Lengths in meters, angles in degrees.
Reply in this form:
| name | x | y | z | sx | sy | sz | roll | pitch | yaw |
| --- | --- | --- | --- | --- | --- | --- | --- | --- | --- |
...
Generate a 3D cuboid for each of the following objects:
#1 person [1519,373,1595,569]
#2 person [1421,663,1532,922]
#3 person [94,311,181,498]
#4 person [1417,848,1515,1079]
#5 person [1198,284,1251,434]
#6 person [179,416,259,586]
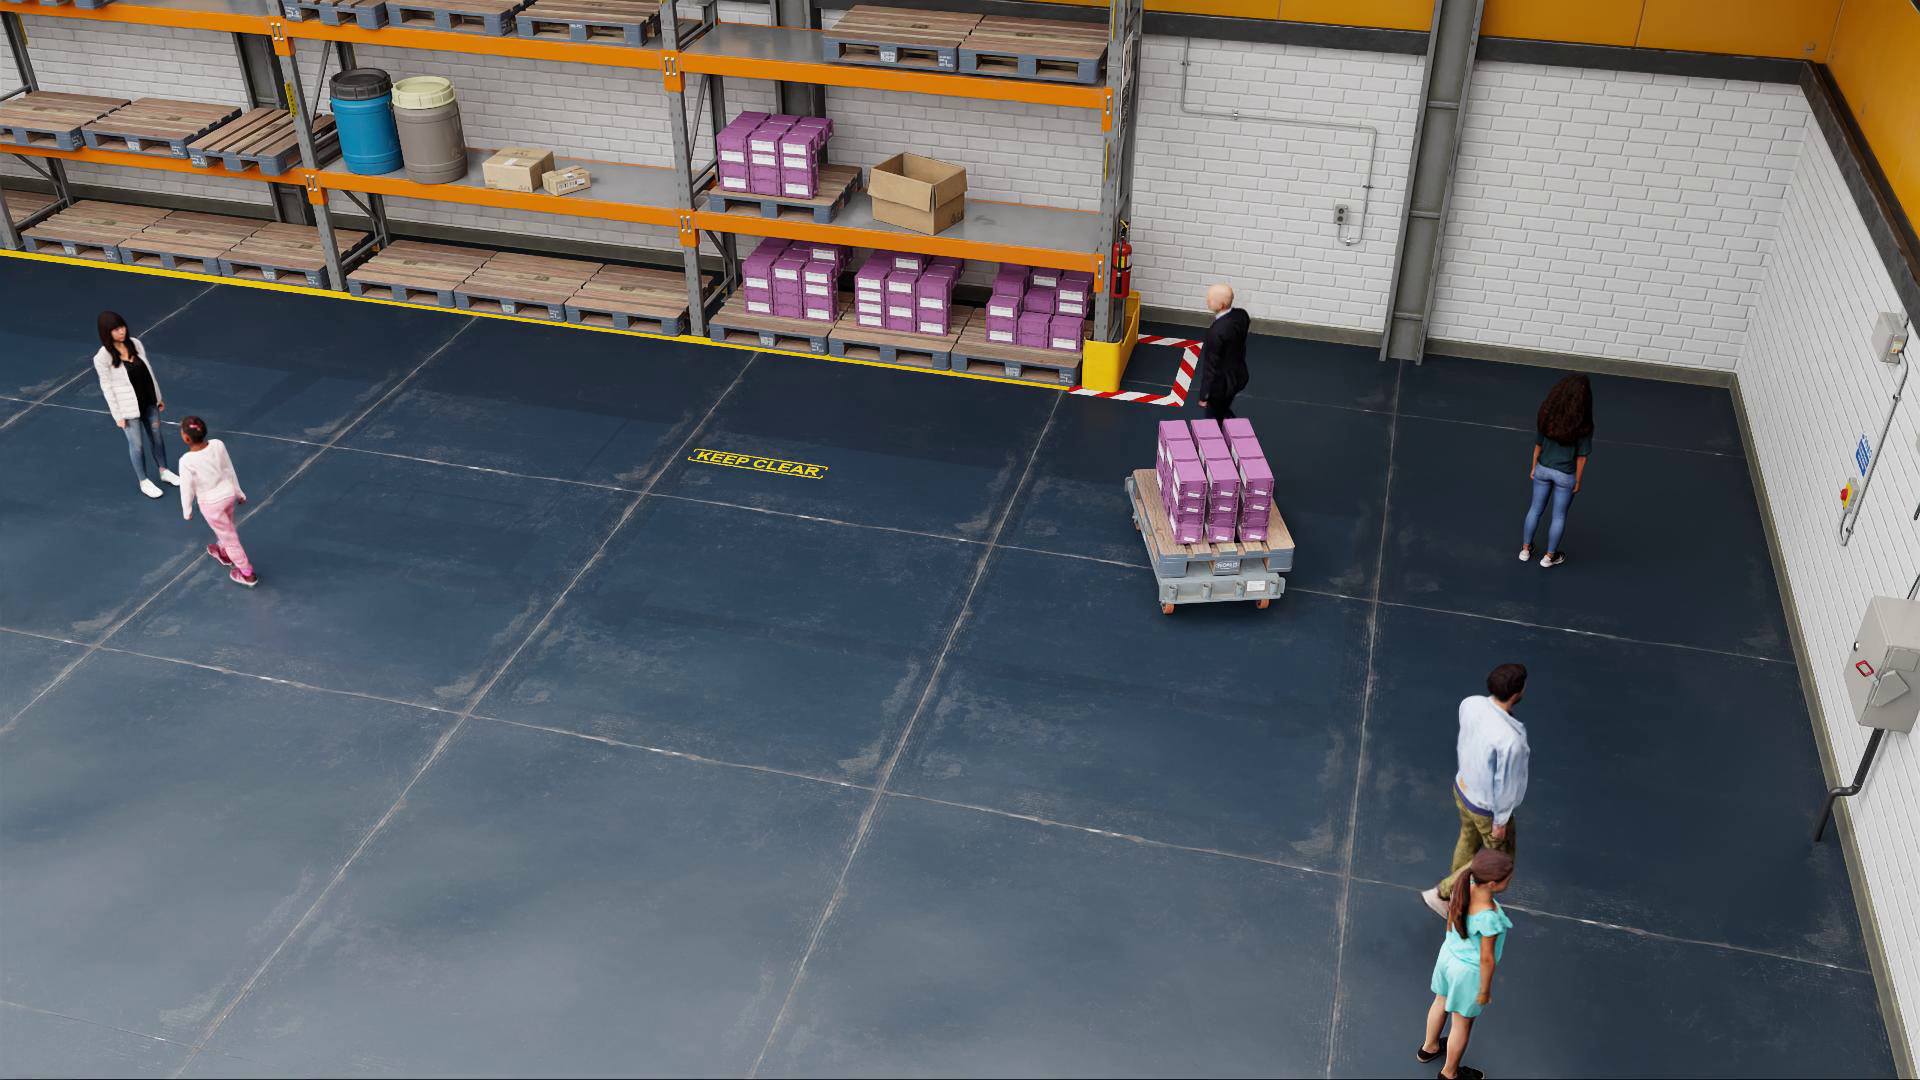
| name | x | y | z | sx | sy | sz | roll | pitch | yaw |
| --- | --- | --- | --- | --- | --- | --- | --- | --- | --- |
| person | 4.545 | -0.532 | 12.659 | 0.661 | 1.617 | 0.755 | 25 | 41 | 33 |
| person | 2.923 | 1.477 | 9.469 | 0.933 | 1.802 | 0.872 | -8 | 34 | -12 |
| person | -6.717 | -1.127 | 13.536 | 0.605 | 1.636 | 0.643 | 15 | 36 | 21 |
| person | 2.615 | 2.199 | 8.602 | 0.676 | 1.558 | 0.641 | -9 | 35 | -13 |
| person | 2.225 | -1.265 | 13.614 | 1.019 | 1.779 | 0.927 | 28 | 42 | 35 |
| person | -5.520 | -0.285 | 12.457 | 0.908 | 1.429 | 0.704 | 17 | 37 | 24 |
